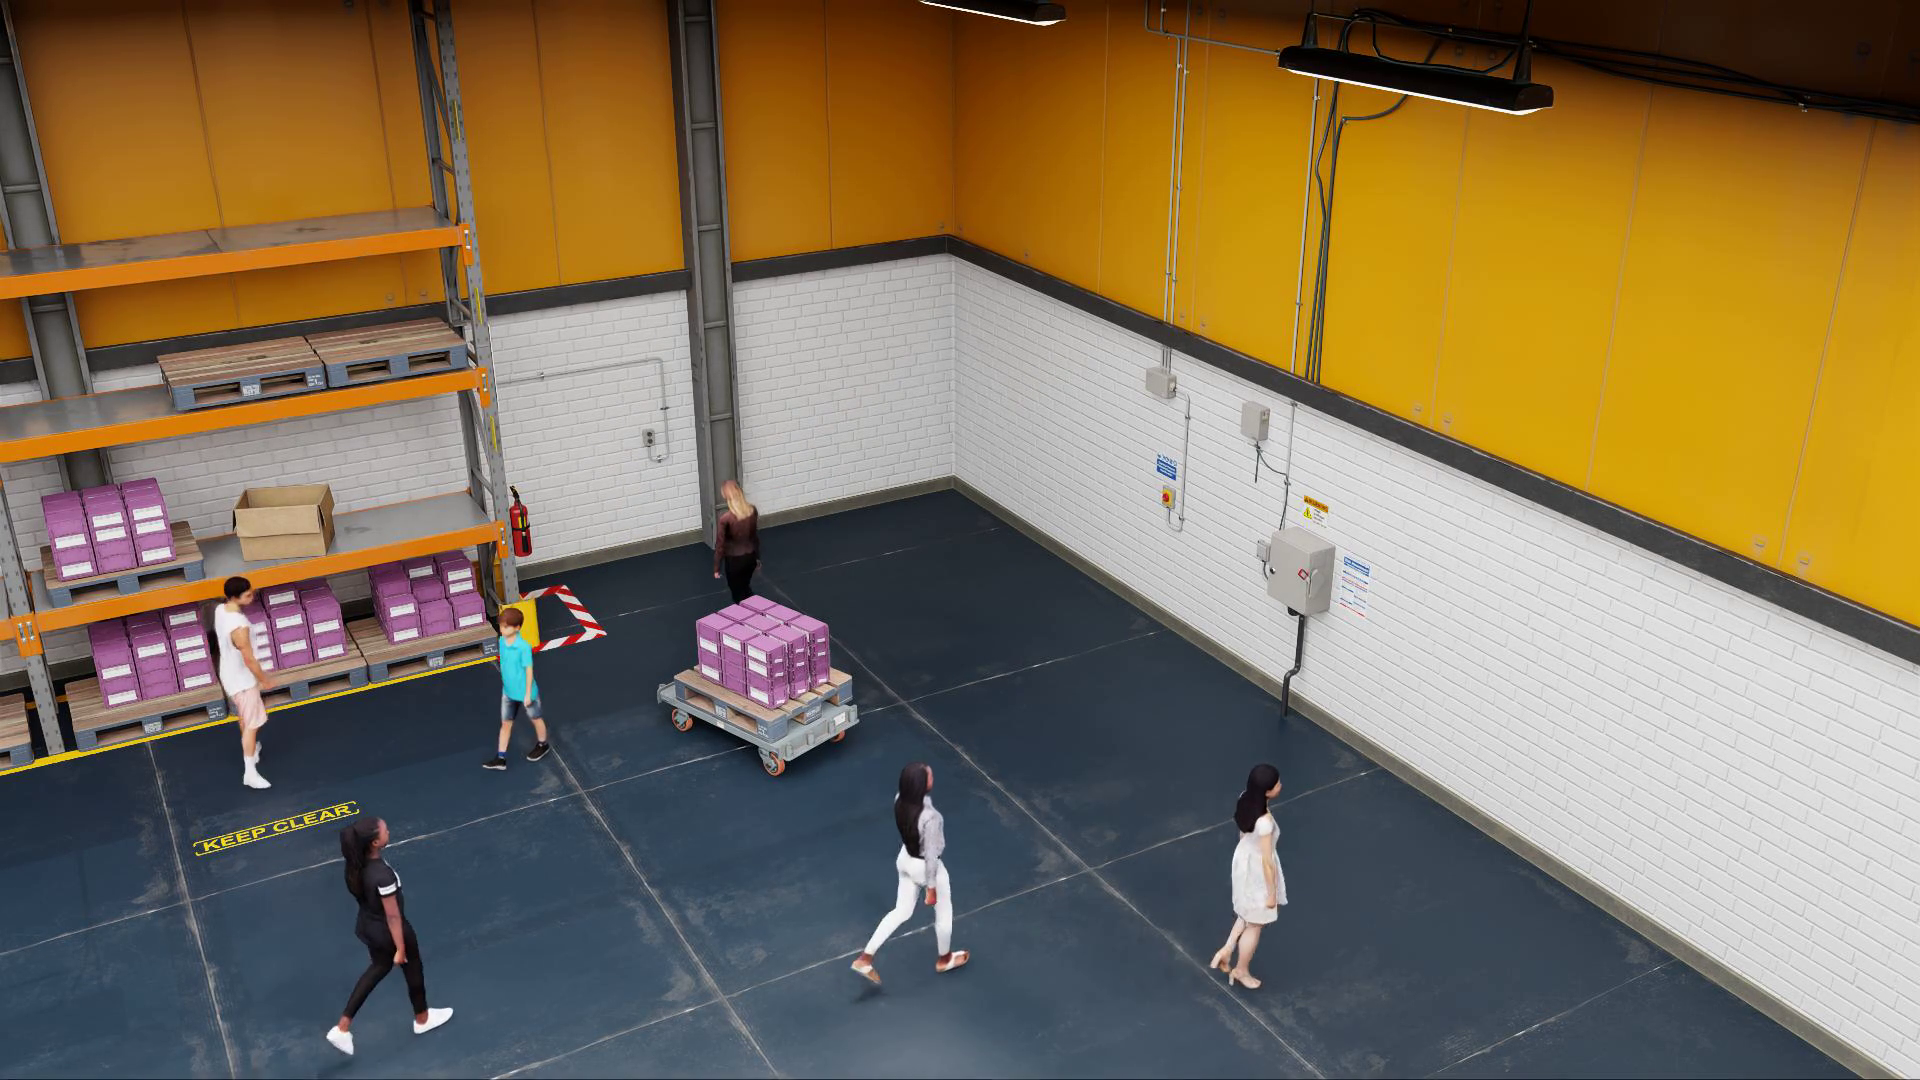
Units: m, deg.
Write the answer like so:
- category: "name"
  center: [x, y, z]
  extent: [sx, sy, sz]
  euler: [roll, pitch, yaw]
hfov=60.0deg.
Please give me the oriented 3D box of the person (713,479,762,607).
- category: "person"
  center: [-2.035, 0.234, 15.738]
  extent: [0.764, 1.696, 0.610]
  euler: [20, 31, 38]

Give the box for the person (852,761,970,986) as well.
- category: "person"
  center: [-0.340, 2.255, 11.113]
  extent: [1.101, 1.698, 0.619]
  euler: [-14, 27, -29]

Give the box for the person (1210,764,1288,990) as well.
- category: "person"
  center: [1.868, 2.263, 11.016]
  extent: [0.849, 1.761, 0.761]
  euler: [-4, 24, -9]

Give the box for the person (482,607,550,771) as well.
- category: "person"
  center: [-3.619, 1.199, 13.866]
  extent: [0.810, 1.427, 0.949]
  euler: [12, 26, 25]

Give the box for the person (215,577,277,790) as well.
- category: "person"
  center: [-5.930, 1.107, 13.660]
  extent: [0.999, 1.762, 0.647]
  euler: [20, 31, 38]

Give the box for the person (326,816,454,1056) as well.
- category: "person"
  center: [-3.704, 2.507, 10.519]
  extent: [0.851, 1.711, 1.123]
  euler: [19, 30, 37]
